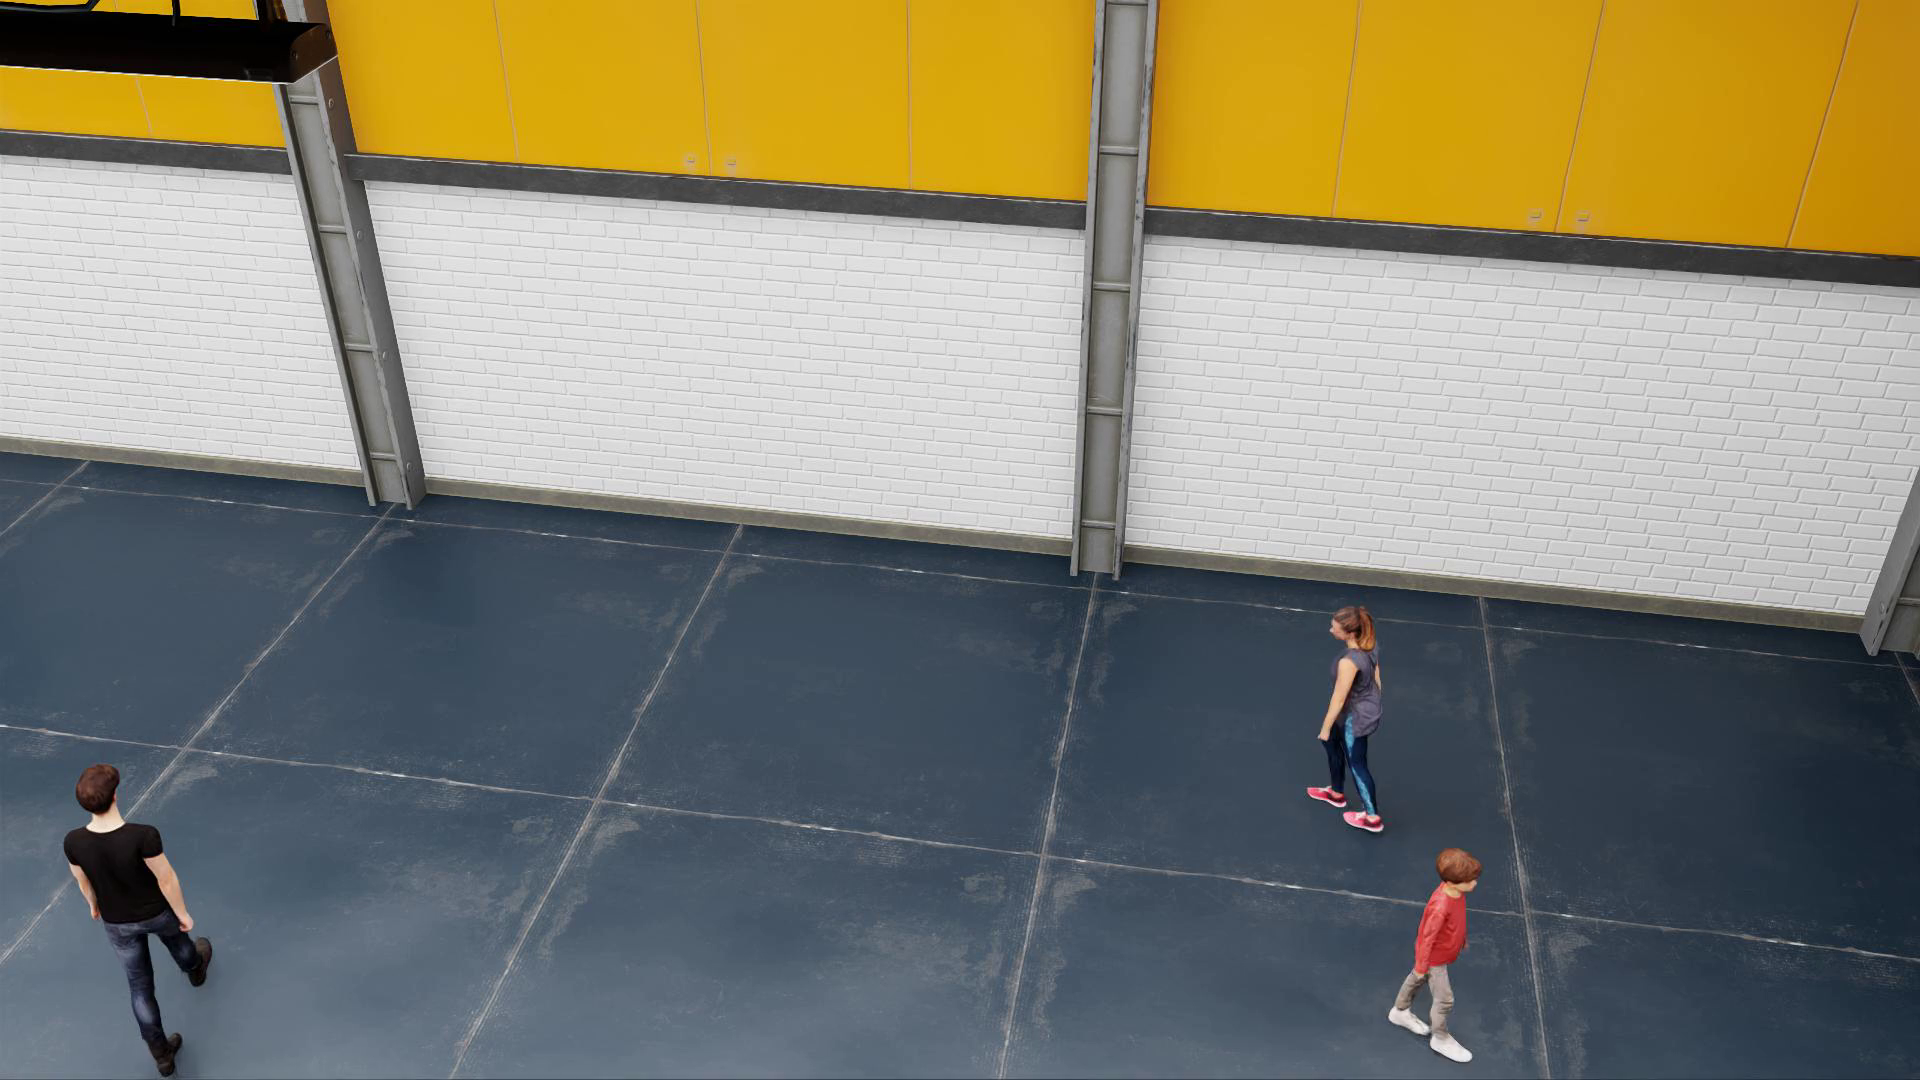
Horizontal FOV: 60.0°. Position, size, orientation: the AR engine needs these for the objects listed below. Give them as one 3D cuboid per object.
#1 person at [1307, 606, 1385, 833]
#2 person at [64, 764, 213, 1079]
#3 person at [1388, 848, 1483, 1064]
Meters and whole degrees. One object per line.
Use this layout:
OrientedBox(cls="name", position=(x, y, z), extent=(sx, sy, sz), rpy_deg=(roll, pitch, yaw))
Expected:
OrientedBox(cls="person", position=(2.550, 1.139, 10.455), extent=(0.853, 1.694, 0.709), rpy_deg=(22, 40, 30))
OrientedBox(cls="person", position=(-4.424, 2.070, 8.913), extent=(1.237, 1.851, 1.071), rpy_deg=(-7, 34, -10))
OrientedBox(cls="person", position=(2.545, 2.208, 9.110), extent=(0.807, 1.404, 0.676), rpy_deg=(18, 38, 25))
